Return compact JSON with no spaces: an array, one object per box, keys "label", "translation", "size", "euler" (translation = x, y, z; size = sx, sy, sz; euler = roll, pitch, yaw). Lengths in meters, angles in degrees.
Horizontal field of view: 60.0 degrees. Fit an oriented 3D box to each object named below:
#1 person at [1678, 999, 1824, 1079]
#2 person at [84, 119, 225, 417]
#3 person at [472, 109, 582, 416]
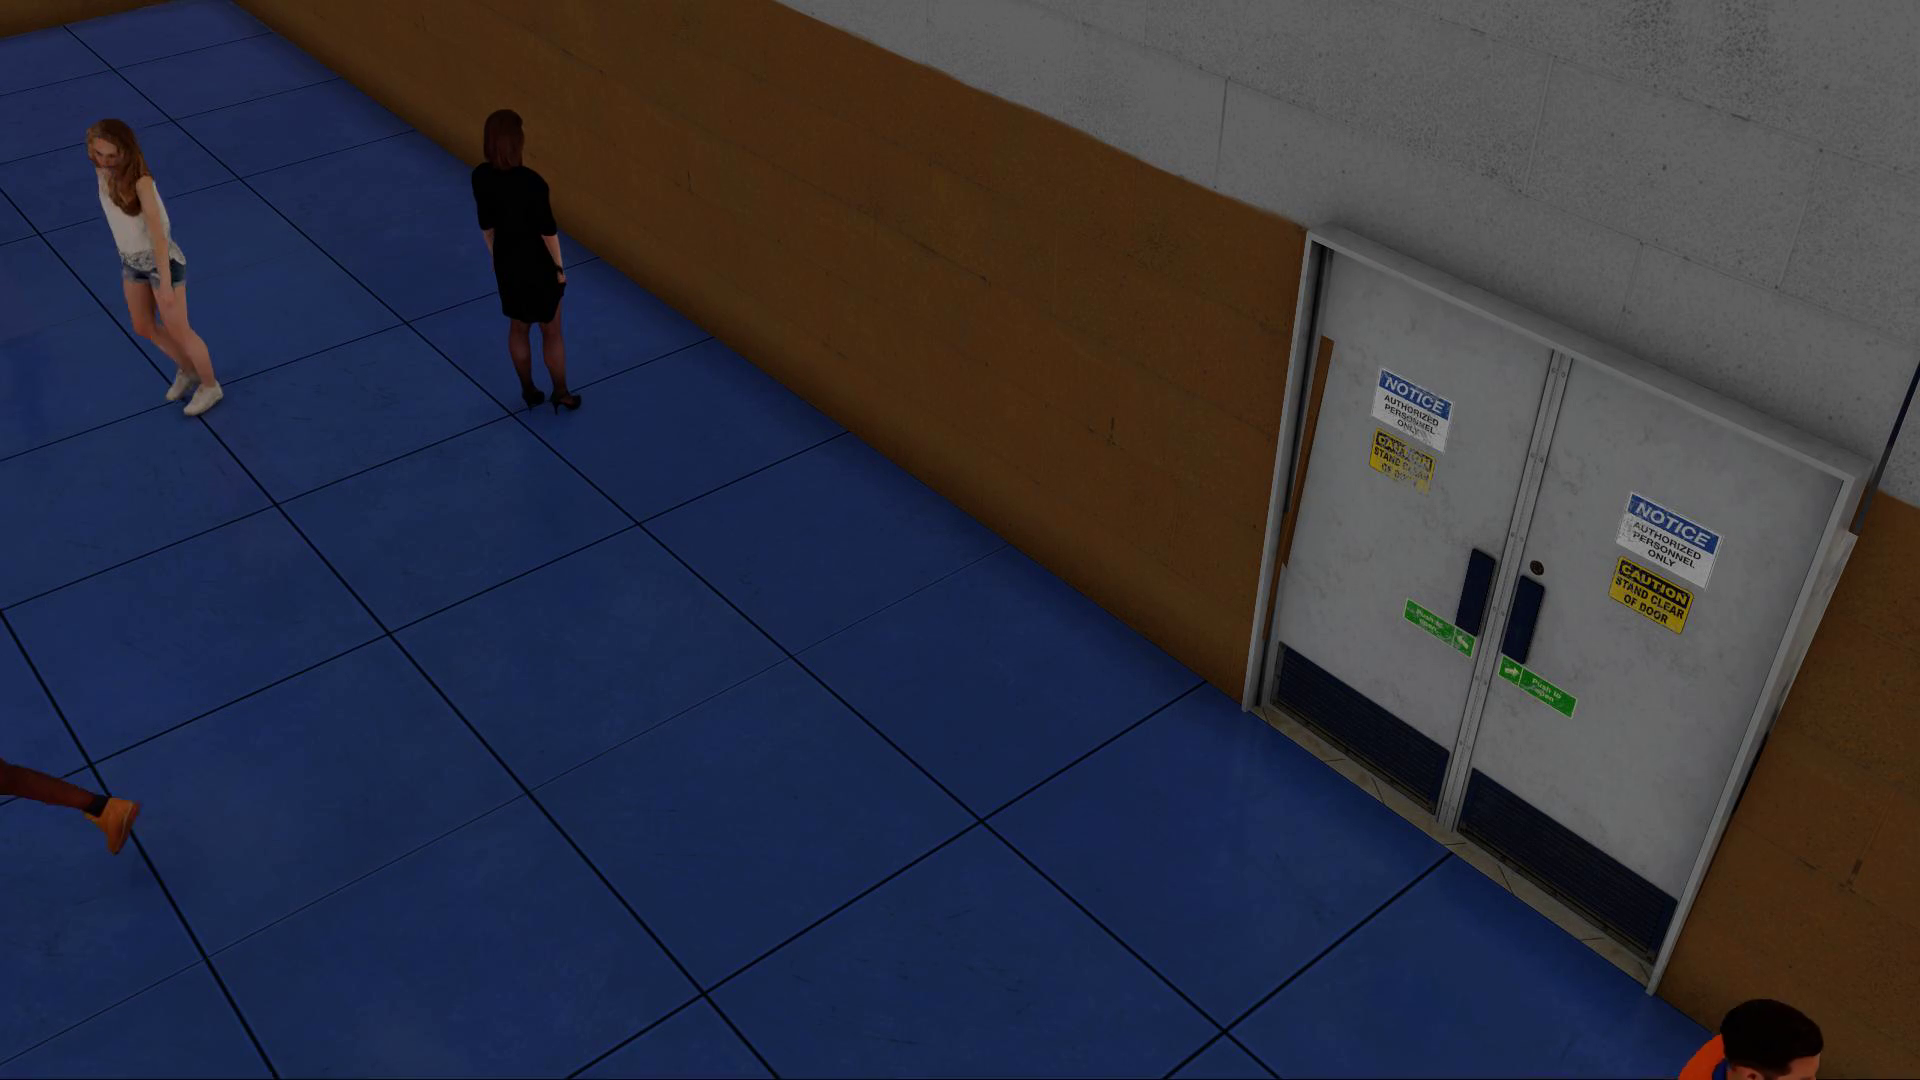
[{"label":"person","translation":[1.791,1.782,4.358],"size":[0.888,1.851,0.910],"euler":[22,42,26]},{"label":"person","translation":[-4.192,-1.438,8.753],"size":[0.723,1.724,0.724],"euler":[28,45,32]},{"label":"person","translation":[-2.286,-1.435,8.751],"size":[0.660,1.704,0.668],"euler":[11,38,14]}]
